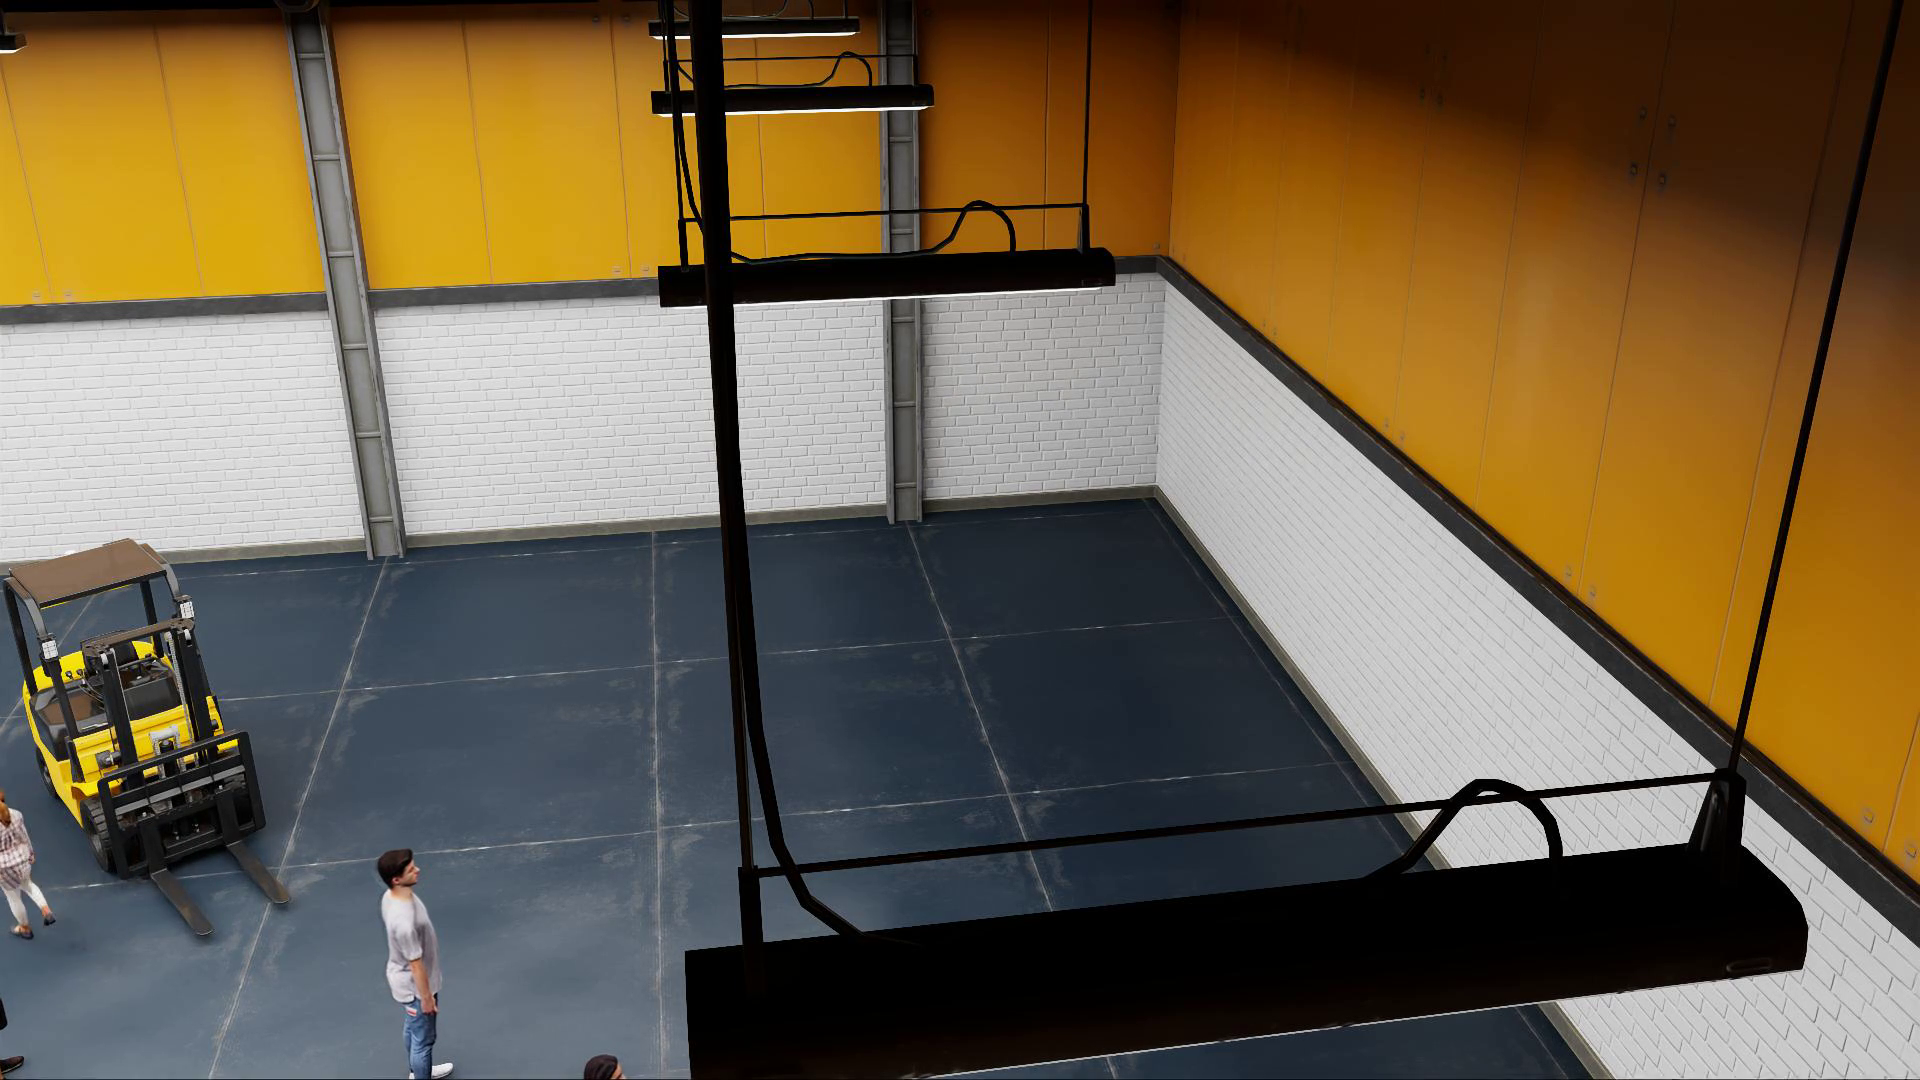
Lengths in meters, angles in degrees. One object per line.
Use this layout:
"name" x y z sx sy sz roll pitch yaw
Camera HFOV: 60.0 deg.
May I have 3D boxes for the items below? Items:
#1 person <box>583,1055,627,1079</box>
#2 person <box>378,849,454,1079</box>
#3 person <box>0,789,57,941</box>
"person" -1.877 3.551 9.081 0.538 1.811 0.627 -2 24 -5
"person" -3.513 2.800 10.706 0.655 1.886 0.731 -11 26 -23
"person" -6.993 2.410 12.325 0.755 1.303 0.686 9 25 21
